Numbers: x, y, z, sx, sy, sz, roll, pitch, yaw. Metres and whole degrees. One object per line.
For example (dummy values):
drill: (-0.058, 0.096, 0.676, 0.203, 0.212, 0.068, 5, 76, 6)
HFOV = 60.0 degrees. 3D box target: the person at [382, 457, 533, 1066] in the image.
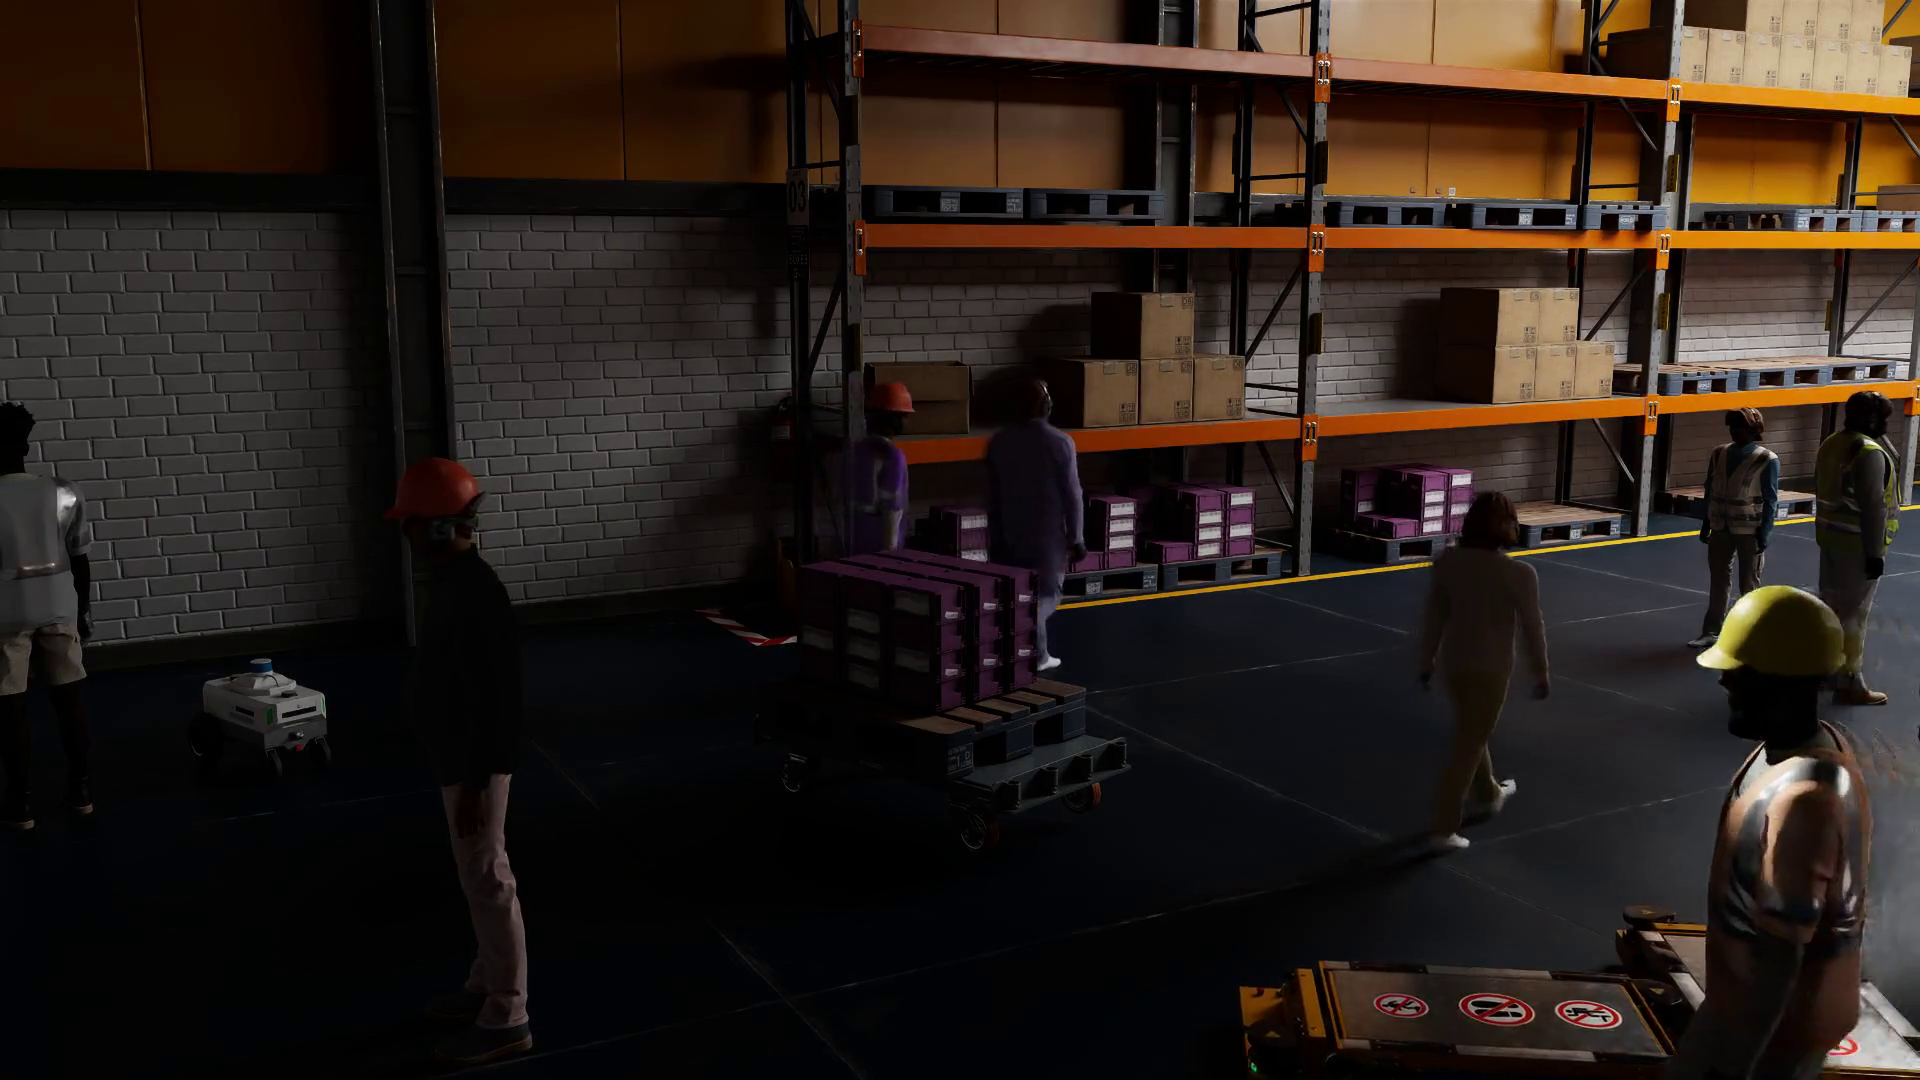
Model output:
person: (-1.636, 0.716, 5.457, 0.399, 1.989, 0.623, -4, 11, -20)

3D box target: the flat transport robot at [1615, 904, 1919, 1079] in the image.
flat transport robot: (2.693, 1.571, 5.487, 0.652, 0.197, 1.431, 1, 10, 7)

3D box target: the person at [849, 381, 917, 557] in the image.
person: (-0.524, 0.012, 9.816, 0.965, 1.901, 0.562, -6, 12, -33)

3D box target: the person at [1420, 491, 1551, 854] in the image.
person: (2.363, 0.572, 7.441, 0.856, 1.586, 0.525, -8, 13, -39)

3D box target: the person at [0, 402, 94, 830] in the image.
person: (-4.305, 0.348, 7.655, 0.367, 1.966, 0.607, 8, 13, 40)

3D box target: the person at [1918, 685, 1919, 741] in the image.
person: (4.065, 0.736, 6.480, 0.755, 1.602, 0.546, -4, 11, -22)

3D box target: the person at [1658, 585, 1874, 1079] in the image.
person: (1.806, 1.045, 3.783, 0.413, 1.913, 0.598, 3, 10, 19)

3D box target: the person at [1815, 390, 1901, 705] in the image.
person: (5.275, 0.038, 9.806, 0.429, 1.841, 0.625, 0, 10, 1)

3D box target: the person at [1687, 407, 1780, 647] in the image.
person: (5.105, -0.059, 10.934, 0.311, 1.642, 0.514, -5, 11, -29)

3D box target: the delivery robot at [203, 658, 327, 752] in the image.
delivery robot: (-3.572, 0.853, 8.539, 0.707, 0.478, 0.477, 8, 13, 39)

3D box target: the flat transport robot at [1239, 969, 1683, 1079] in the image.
flat transport robot: (1.636, 1.596, 5.344, 1.431, 0.197, 0.652, 1, 10, 7)

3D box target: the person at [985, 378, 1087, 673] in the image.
person: (0.421, -0.042, 10.160, 0.649, 1.878, 0.809, 9, 13, 42)
